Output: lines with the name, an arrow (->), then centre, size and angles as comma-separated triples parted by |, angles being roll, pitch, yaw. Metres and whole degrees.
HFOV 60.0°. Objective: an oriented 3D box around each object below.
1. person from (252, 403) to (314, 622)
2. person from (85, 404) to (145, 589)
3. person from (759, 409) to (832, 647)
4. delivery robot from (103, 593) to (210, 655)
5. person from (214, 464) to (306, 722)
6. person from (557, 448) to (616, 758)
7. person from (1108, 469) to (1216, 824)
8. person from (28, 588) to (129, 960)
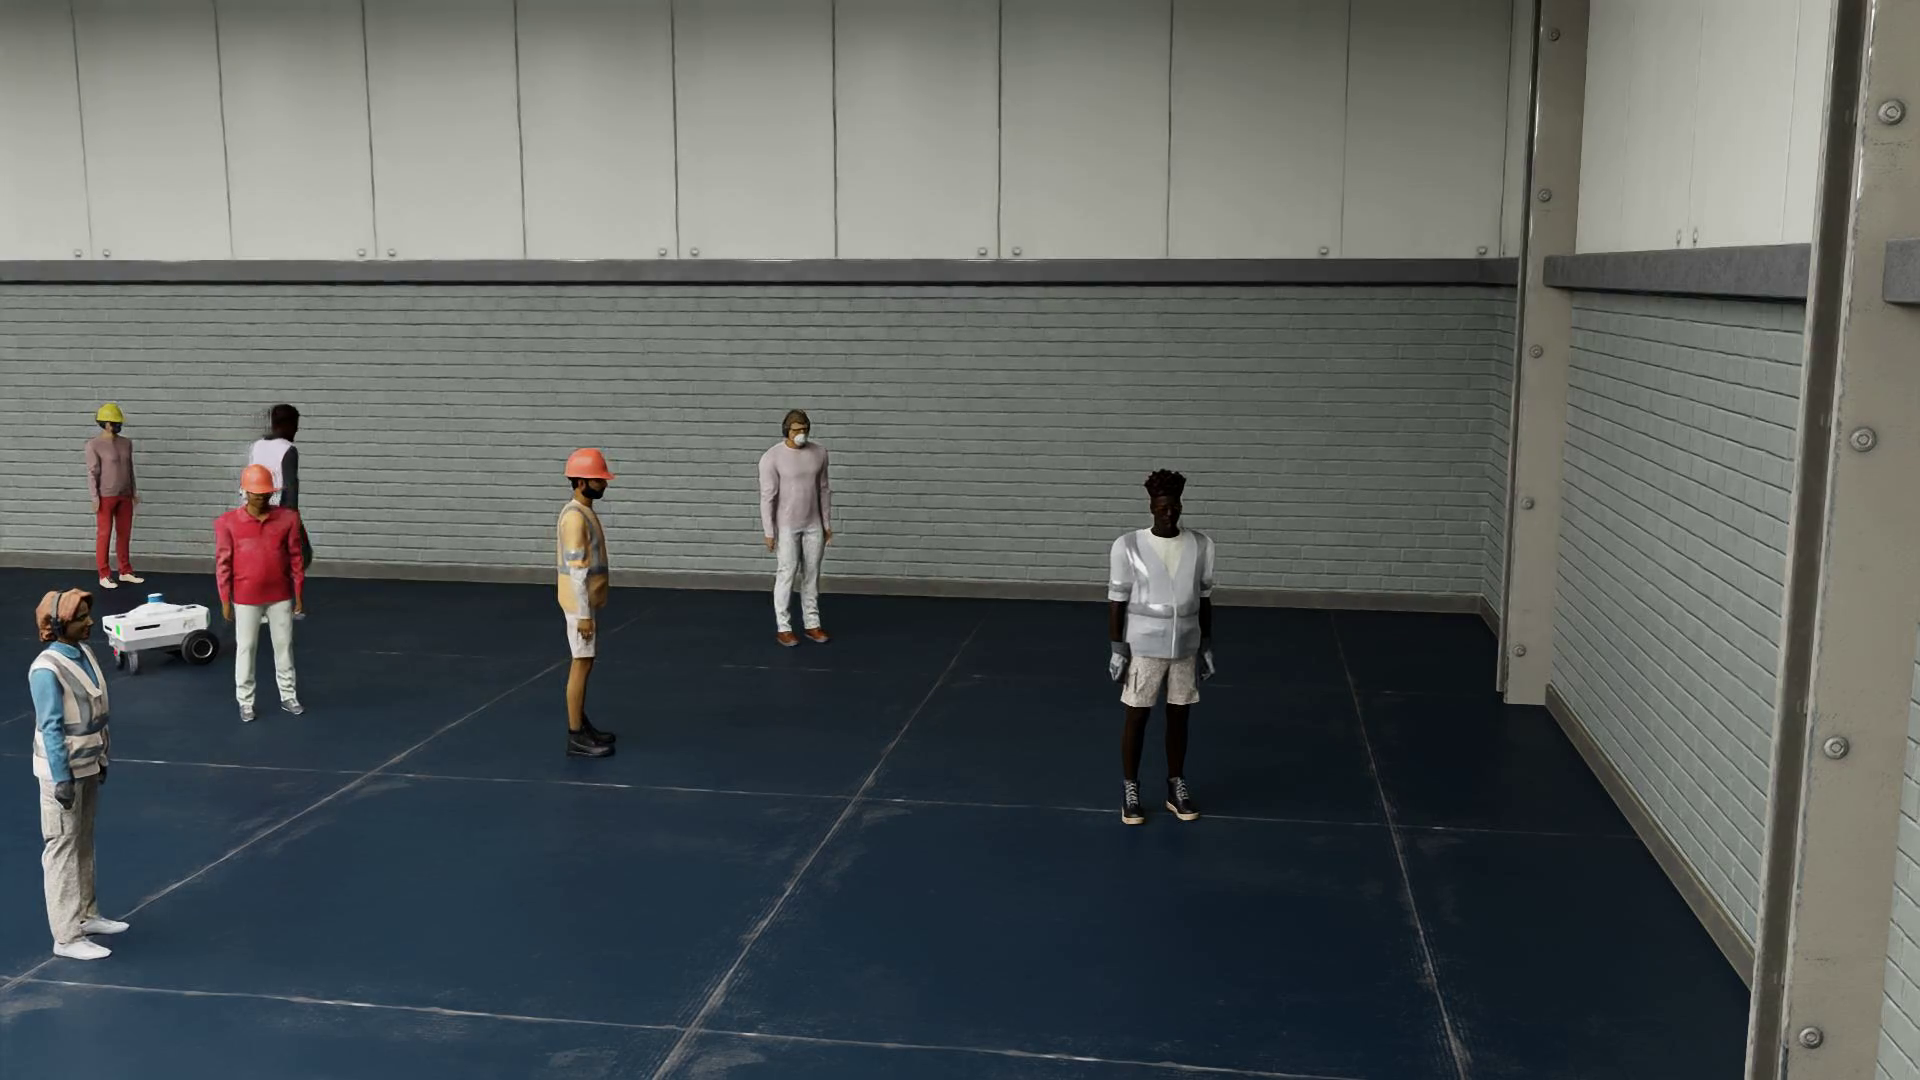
person -> -5.850, -0.225, 14.308 | 0.635, 1.898, 0.450 | 7, 11, 36
person -> -8.105, -0.425, 15.970 | 0.322, 1.765, 0.535 | 3, 10, 20
person -> -1.322, -0.103, 13.487 | 0.636, 1.929, 0.379 | -7, 12, -37
delivery robot -> -6.154, 0.654, 12.747 | 0.707, 0.478, 0.477 | -9, 13, -43
person -> -4.716, 0.350, 11.252 | 0.564, 1.743, 0.342 | -7, 11, -35
person -> -2.327, 0.385, 10.438 | 0.374, 1.935, 0.552 | -2, 9, -9
person -> 1.115, 0.581, 9.142 | 0.618, 1.963, 0.361 | -2, 9, -13
person -> -3.938, 1.026, 7.394 | 0.313, 1.642, 0.513 | -2, 9, -10
